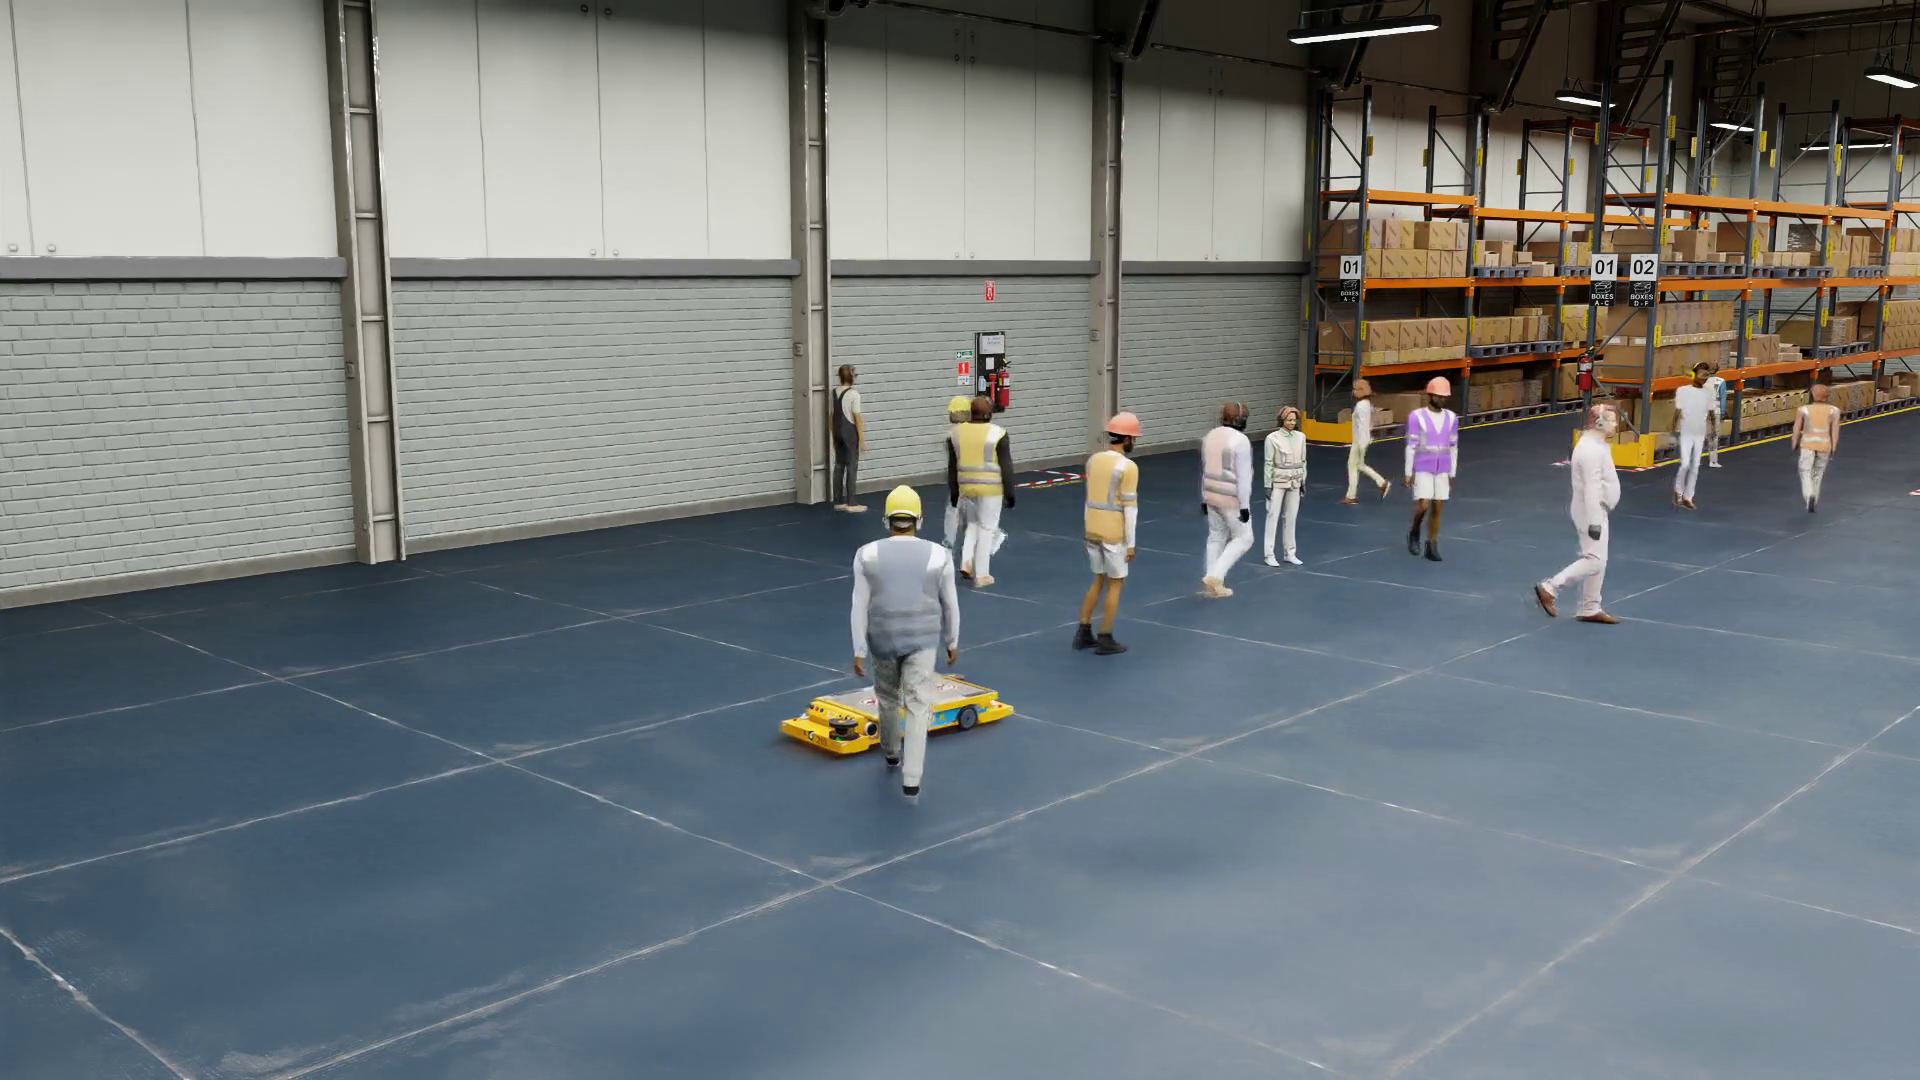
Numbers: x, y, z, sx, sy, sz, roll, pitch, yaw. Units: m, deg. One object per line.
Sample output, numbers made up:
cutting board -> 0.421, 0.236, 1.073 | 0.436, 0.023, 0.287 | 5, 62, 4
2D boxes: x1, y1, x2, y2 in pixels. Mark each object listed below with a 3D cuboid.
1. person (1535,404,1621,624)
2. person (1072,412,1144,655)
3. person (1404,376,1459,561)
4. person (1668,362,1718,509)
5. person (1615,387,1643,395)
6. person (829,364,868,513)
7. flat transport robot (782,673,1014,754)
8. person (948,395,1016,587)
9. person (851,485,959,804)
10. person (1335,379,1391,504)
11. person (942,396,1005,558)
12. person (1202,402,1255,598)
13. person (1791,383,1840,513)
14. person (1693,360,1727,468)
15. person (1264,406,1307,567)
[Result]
person -> 5.301, -0.214, 14.105 | 0.594, 1.890, 0.655 | 4, 10, 24
person -> 1.198, -0.047, 13.082 | 0.505, 1.907, 0.566 | -7, 11, -35
person -> 4.870, -0.733, 17.183 | 0.574, 1.920, 0.435 | -2, 9, -10
person -> 9.203, -1.300, 20.853 | 0.564, 1.852, 0.412 | 0, 9, 0
person -> 11.964, -2.715, 29.756 | 0.332, 1.766, 0.531 | -8, 12, -41
person -> -1.397, -1.259, 20.621 | 0.514, 1.843, 0.327 | 8, 12, 40
flat transport robot -> -0.394, 1.117, 10.923 | 1.431, 0.197, 0.652 | -8, 12, -39
person -> 0.221, -0.463, 15.819 | 0.638, 1.825, 0.452 | 6, 11, 31
person -> -0.314, 0.568, 9.670 | 0.622, 1.777, 0.940 | 0, 9, -2
person -> 5.163, -1.251, 21.249 | 0.605, 1.618, 0.509 | 4, 10, 24
person -> 0.071, -0.644, 17.269 | 0.785, 1.718, 0.488 | -1, 9, -8
person -> 2.430, -0.346, 15.128 | 0.431, 1.825, 0.703 | -5, 10, -27
person -> 10.546, -1.122, 20.511 | 0.515, 1.613, 0.709 | 3, 10, 17
person -> 11.353, -1.910, 25.223 | 0.308, 1.638, 0.511 | -8, 13, -42
person -> 3.297, -0.543, 16.906 | 0.514, 1.634, 0.312 | -5, 11, -28
